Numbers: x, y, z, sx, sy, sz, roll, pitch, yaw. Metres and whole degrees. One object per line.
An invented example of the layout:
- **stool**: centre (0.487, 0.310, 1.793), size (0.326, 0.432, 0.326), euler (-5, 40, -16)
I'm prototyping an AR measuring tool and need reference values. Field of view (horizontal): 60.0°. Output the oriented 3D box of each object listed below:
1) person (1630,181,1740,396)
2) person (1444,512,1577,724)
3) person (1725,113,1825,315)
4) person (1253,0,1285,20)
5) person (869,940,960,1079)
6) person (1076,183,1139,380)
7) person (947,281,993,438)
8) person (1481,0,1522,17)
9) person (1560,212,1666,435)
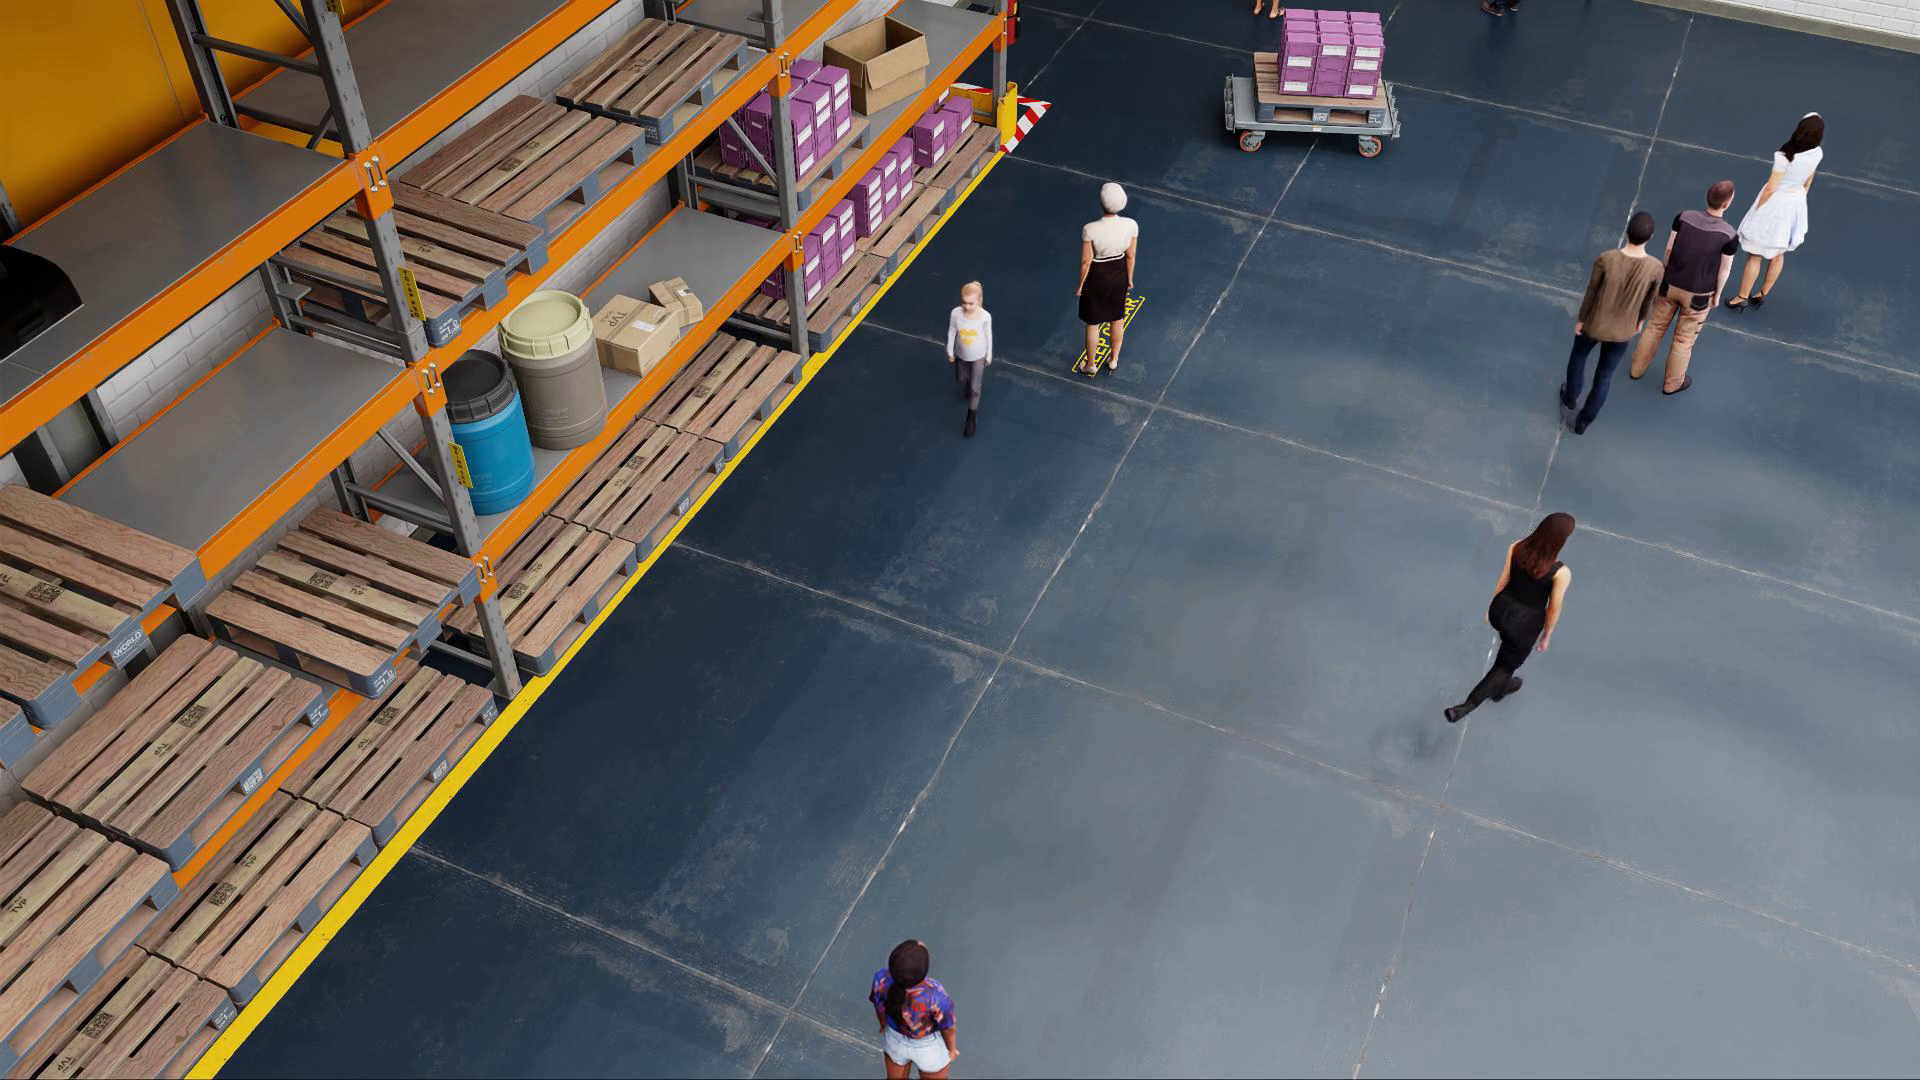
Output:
- **person**: centre (5.666, -1.986, 12.956), size (0.728, 1.841, 0.762), euler (-33, 53, -30)
- **person**: centre (3.425, 0.552, 10.432), size (1.142, 1.649, 0.914), euler (-29, 51, -27)
- **person**: centre (6.733, -2.675, 13.697), size (0.850, 1.817, 0.897), euler (-6, 44, -6)
- **person**: centre (3.363, -6.357, 17.752), size (0.564, 1.554, 0.627), euler (23, 48, 23)
- **person**: centre (-0.225, 2.513, 8.305), size (0.597, 1.743, 0.520), euler (15, 46, 16)
- **person**: centre (1.145, -2.014, 13.047), size (0.698, 1.756, 0.733), euler (-10, 44, -10)
- **person**: centre (0.090, -1.473, 12.838), size (0.617, 1.261, 0.899), euler (9, 44, 9)
- **person**: centre (5.982, -6.521, 17.711), size (0.843, 1.848, 0.937), euler (-21, 47, -20)
- **person**: centre (4.872, -1.570, 12.498), size (0.710, 1.871, 0.813), euler (12, 45, 12)
